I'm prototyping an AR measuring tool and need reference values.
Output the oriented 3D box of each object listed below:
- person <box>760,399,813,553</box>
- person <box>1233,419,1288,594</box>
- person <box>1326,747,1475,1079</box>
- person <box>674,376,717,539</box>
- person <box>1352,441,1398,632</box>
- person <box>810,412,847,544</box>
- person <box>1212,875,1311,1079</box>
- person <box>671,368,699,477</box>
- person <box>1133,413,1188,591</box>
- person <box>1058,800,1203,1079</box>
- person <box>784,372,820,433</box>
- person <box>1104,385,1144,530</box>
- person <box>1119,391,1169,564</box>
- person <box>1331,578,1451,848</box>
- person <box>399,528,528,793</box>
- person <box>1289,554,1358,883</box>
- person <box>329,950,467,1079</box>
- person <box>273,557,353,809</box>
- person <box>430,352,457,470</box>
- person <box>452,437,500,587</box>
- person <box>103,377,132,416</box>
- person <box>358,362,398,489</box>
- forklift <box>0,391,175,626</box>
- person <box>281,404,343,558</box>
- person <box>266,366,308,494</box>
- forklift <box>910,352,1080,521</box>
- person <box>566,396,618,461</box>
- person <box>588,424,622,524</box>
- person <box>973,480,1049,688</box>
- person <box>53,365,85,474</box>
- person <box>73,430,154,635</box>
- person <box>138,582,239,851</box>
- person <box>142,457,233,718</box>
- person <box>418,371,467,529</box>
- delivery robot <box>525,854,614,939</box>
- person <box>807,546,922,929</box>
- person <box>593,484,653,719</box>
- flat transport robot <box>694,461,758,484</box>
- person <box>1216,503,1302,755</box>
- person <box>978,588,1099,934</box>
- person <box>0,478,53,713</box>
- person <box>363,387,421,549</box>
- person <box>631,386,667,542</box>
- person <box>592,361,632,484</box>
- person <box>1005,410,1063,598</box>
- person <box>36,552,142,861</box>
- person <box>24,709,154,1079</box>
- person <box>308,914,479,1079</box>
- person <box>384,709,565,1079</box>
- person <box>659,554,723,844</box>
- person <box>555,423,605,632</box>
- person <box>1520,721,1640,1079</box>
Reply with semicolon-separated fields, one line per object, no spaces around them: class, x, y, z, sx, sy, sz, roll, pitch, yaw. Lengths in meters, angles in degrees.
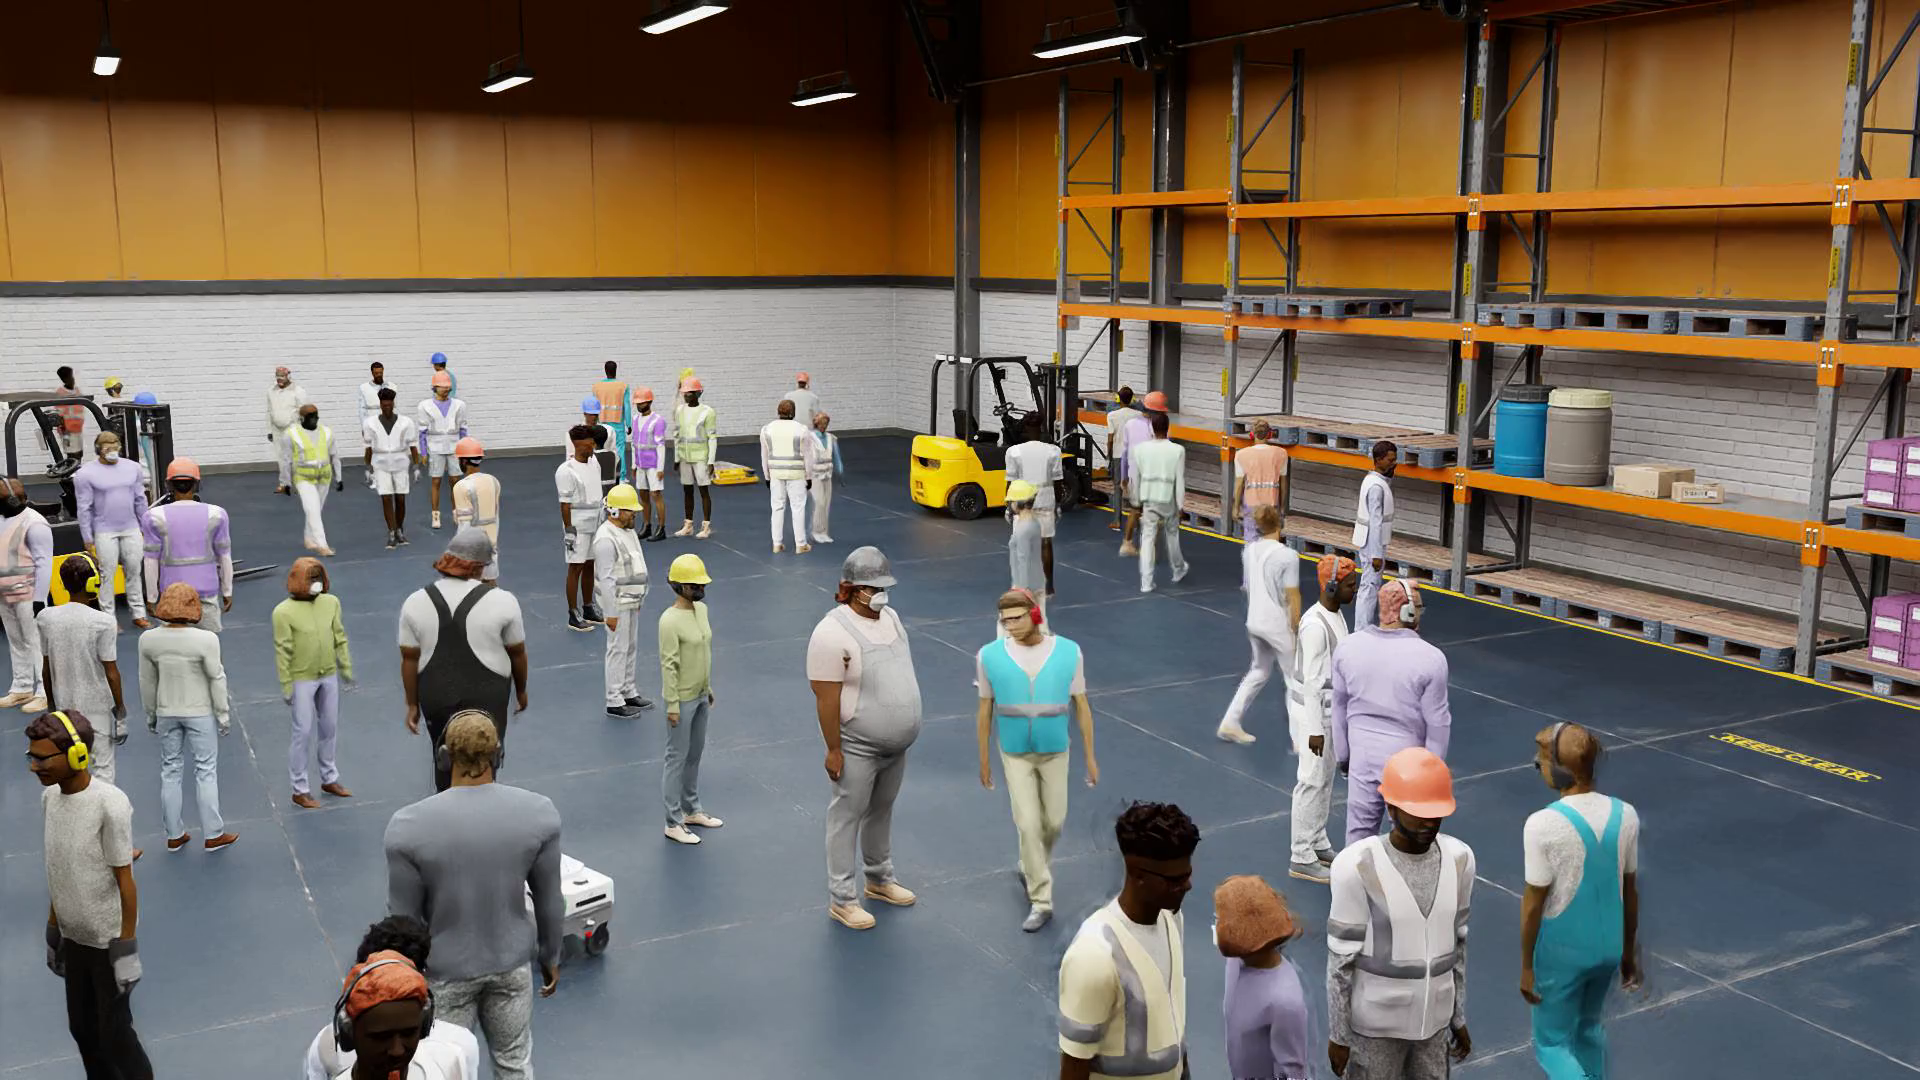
person;-2.044;-0.756;19.794;0.626;1.844;0.429;2;10;11
person;3.140;-0.338;17.397;0.563;1.836;0.391;-1;10;-4
person;1.525;1.641;5.716;0.551;1.934;0.373;-3;10;-18
person;-3.323;-1.024;20.748;0.605;2.045;0.385;5;11;27
person;3.692;0.063;14.859;0.373;1.915;0.594;2;10;12
person;-1.678;-0.757;20.368;0.416;1.628;0.536;9;13;41
person;0.990;1.865;5.414;0.565;1.594;0.556;-3;10;-15
person;-4.331;-1.833;26.209;0.406;1.780;0.658;-7;12;-33
person;2.161;-0.410;17.815;0.602;1.838;1.002;5;11;25
person;0.540;1.739;5.109;0.448;1.945;0.647;6;11;30
person;-2.442;-1.729;25.742;0.581;1.722;0.631;-2;10;-11
person;2.116;-1.052;21.425;0.514;1.868;0.329;-2;10;-11
person;2.123;-0.725;19.173;0.435;2.000;0.714;-9;13;-42
person;2.257;1.141;8.691;0.642;1.905;0.399;9;13;41
person;-2.893;0.872;9.842;0.694;2.000;0.991;0;10;-1
person;2.084;1.010;9.521;0.360;1.880;0.575;5;11;25
person;-1.426;1.935;4.181;0.358;1.881;0.574;5;11;26
person;-4.190;0.912;10.802;0.298;1.629;0.508;6;12;31
person;-8.457;-2.103;27.255;0.403;1.946;0.624;2;10;12
person;-4.348;0.045;14.902;0.376;1.936;0.549;4;11;21
person;-12.286;-1.498;24.297;0.326;1.761;0.523;4;10;20
person;-8.824;-1.750;25.291;0.590;1.918;0.386;-7;12;-36
forklift;-9.026;-0.363;16.508;1.214;2.155;2.313;6;11;29
person;-7.686;-0.726;19.763;0.950;1.798;0.641;9;13;42
person;-9.988;-1.631;24.681;0.642;1.899;0.403;3;10;15
forklift;0.460;-1.461;22.833;2.313;2.155;1.214;-5;11;-28
person;-4.217;-0.688;19.123;0.612;1.939;0.416;-5;11;-29
person;-3.932;-0.422;18.272;0.318;1.698;0.539;7;12;35
person;0.445;0.377;13.544;0.760;1.739;0.531;4;11;21
person;-13.140;-1.640;24.659;0.393;1.919;0.808;0;10;-1
person;-7.934;-0.072;15.614;0.366;1.929;0.637;8;13;38
person;-4.621;1.057;9.947;0.508;1.632;0.265;0;10;3
person;-5.899;0.377;12.742;0.614;2.029;0.409;-6;12;-31
person;-6.678;-1.163;21.550;0.615;2.042;0.375;-5;11;-28
delivery robot;-2.097;1.791;8.555;0.707;0.478;0.477;9;13;42
person;-0.464;1.033;8.916;0.539;2.000;0.688;6;12;32
person;-2.603;0.468;12.816;0.403;1.820;0.603;1;10;6
flat transport robot;-3.787;-1.068;26.100;0.652;0.197;1.431;-6;12;-33
person;2.243;0.631;11.949;0.575;1.803;0.592;-6;11;-30
person;0.411;1.153;8.894;0.634;1.808;0.599;0;10;-1
person;-7.349;0.428;12.992;0.619;1.838;0.430;6;11;29
person;-6.882;-0.877;20.167;0.638;1.953;0.537;-3;10;-16
person;-3.879;-0.940;20.607;0.546;1.929;0.387;7;12;36
person;-5.353;-1.797;25.596;0.587;1.911;0.397;1;10;5
person;0.763;-0.365;17.196;0.603;1.959;0.377;0;10;-1
person;-5.066;0.998;9.646;0.510;1.861;0.324;1;10;8
person;-3.369;1.557;6.454;0.524;1.854;0.333;5;11;29
person;-1.667;1.948;4.843;0.536;1.633;0.922;0;10;-1
person;-1.773;1.575;6.136;0.639;1.925;0.373;-5;11;-28
person;-1.644;0.954;10.163;0.314;1.767;0.534;3;10;17
person;-3.574;-0.129;15.818;0.368;1.967;0.603;4;11;21
person;2.402;1.602;6.300;0.546;1.818;0.678;-3;10;-17
